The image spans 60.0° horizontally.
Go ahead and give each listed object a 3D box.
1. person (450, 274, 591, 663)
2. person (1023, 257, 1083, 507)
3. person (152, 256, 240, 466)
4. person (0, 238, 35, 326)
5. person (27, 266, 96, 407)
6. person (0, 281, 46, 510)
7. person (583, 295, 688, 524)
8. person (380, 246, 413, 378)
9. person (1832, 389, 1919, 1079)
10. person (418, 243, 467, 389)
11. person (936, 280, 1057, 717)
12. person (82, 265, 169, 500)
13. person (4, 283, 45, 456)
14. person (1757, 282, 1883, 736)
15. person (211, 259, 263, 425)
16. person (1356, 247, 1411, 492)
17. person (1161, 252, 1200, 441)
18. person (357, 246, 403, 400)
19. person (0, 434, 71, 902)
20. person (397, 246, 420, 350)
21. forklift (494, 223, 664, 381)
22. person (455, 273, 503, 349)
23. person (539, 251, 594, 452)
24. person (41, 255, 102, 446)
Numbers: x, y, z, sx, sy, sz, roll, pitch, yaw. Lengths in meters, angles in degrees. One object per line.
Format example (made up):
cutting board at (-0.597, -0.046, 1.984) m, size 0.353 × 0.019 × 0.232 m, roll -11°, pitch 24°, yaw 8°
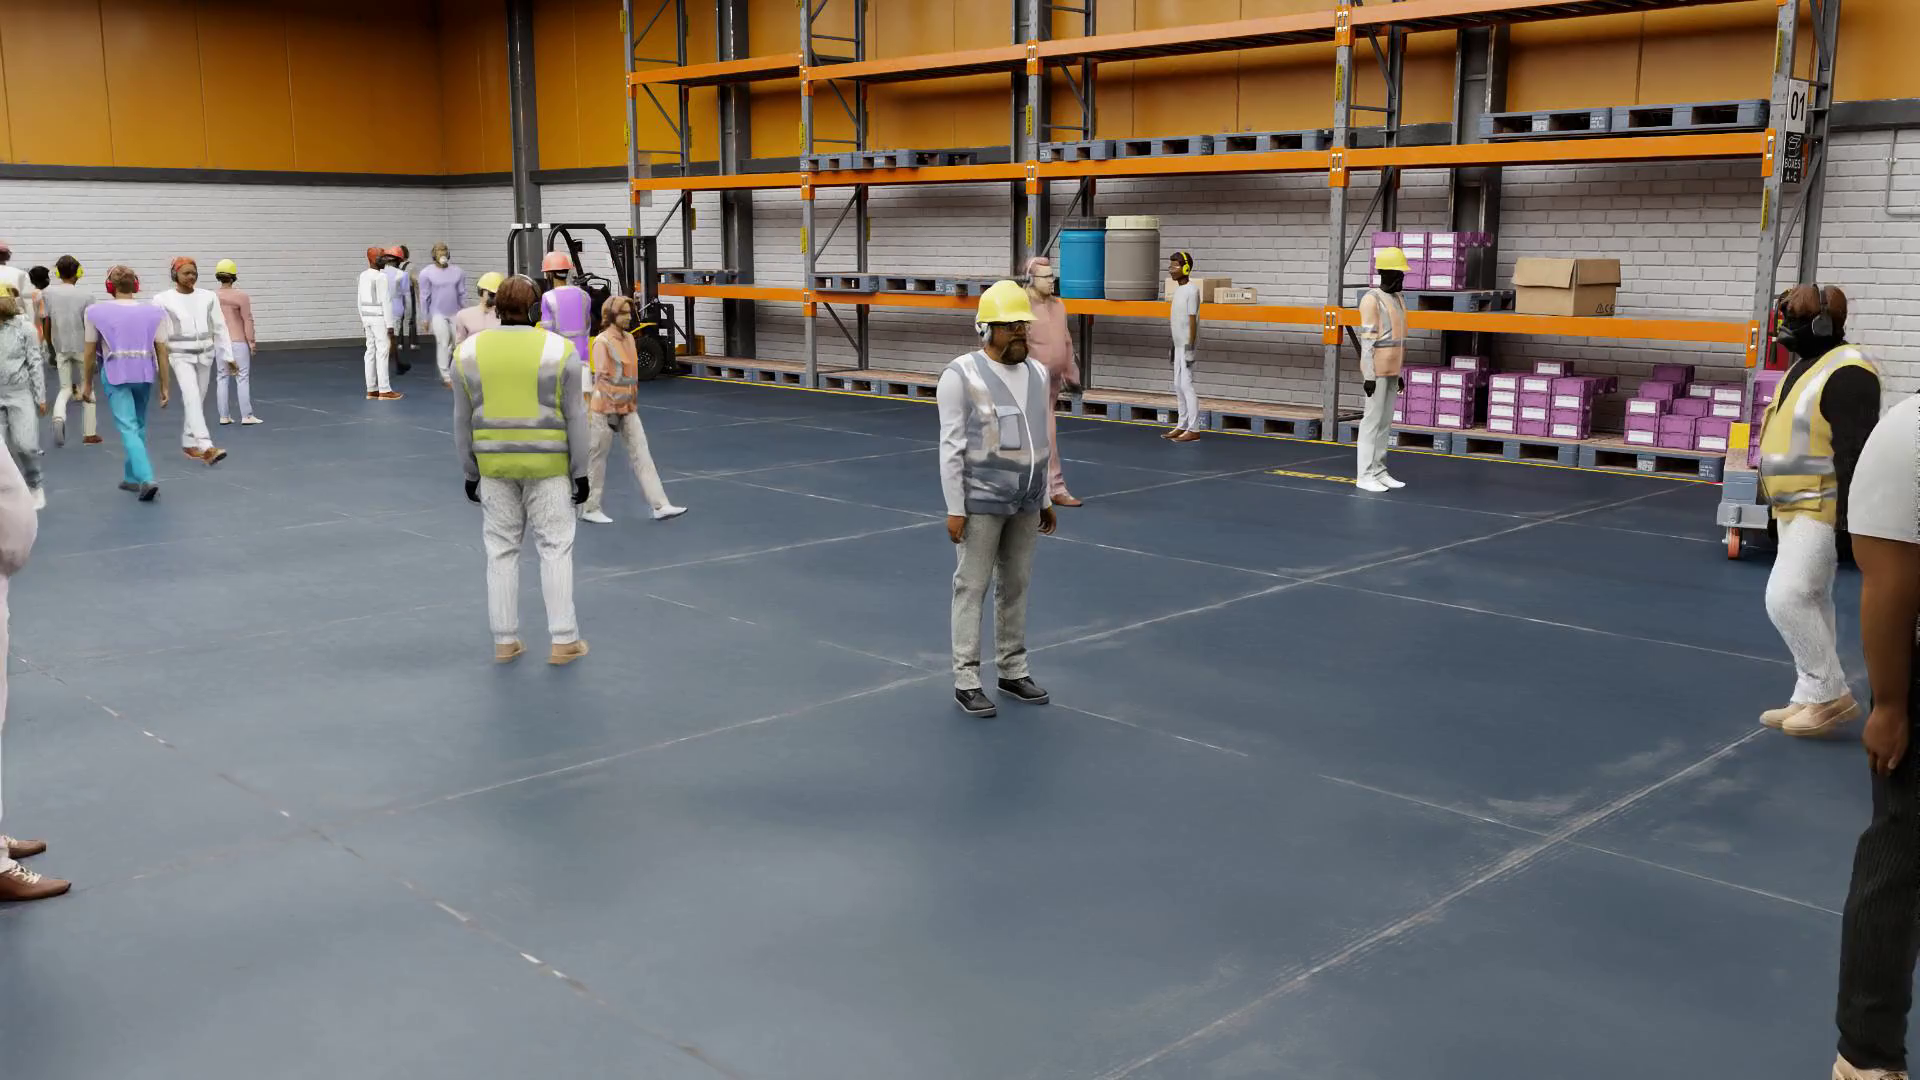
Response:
person at (-2.053, -0.329, 7.883) m, size 0.633 × 1.842 × 0.429 m, roll 0°, pitch 10°, yaw 2°
person at (0.566, -1.215, 12.659) m, size 0.956 × 1.871 × 0.642 m, roll 8°, pitch 13°, yaw 38°
person at (-6.789, -1.584, 14.761) m, size 1.009 × 1.830 × 0.593 m, roll 9°, pitch 13°, yaw 39°
person at (-10.917, -2.463, 19.076) m, size 0.875 × 2.012 × 0.611 m, roll 8°, pitch 13°, yaw 38°
person at (-10.788, -2.400, 19.653) m, size 0.544 × 1.646 × 0.904 m, roll 7°, pitch 12°, yaw 32°
person at (-6.801, -1.002, 11.854) m, size 0.499 × 1.726 × 0.384 m, roll -2°, pitch 11°, yaw -11°
person at (-2.320, -0.890, 11.593) m, size 0.819 × 1.600 × 0.540 m, roll 4°, pitch 11°, yaw 20°
person at (-8.115, -3.246, 23.726) m, size 0.608 × 1.864 × 0.993 m, roll 2°, pitch 11°, yaw 8°
person at (2.357, 0.333, 3.728) m, size 0.684 × 2.000 × 0.535 m, roll -3°, pitch 11°, yaw -15°
person at (-6.852, -2.967, 22.029) m, size 0.631 × 1.926 × 0.624 m, roll -9°, pitch 14°, yaw -40°
person at (0.179, -0.178, 7.078) m, size 0.586 × 1.835 × 0.403 m, roll -8°, pitch 13°, yaw -38°
person at (-6.420, -1.221, 12.863) m, size 0.970 × 1.807 × 0.574 m, roll 9°, pitch 14°, yaw 41°
person at (-8.845, -1.583, 15.411) m, size 0.887 × 1.592 × 0.523 m, roll 4°, pitch 11°, yaw 22°
person at (3.425, -0.105, 6.681) m, size 0.436 × 1.835 × 0.672 m, roll 2°, pitch 11°, yaw 8°
person at (-7.772, -2.105, 17.764) m, size 0.533 × 1.772 × 0.297 m, roll 1°, pitch 10°, yaw 8°
person at (3.376, -1.349, 13.211) m, size 0.368 × 1.925 × 0.594 m, roll 8°, pitch 13°, yaw 38°
person at (2.200, -1.900, 16.414) m, size 0.318 × 1.860 × 0.512 m, roll -2°, pitch 11°, yaw -13°
person at (-7.186, -2.669, 20.522) m, size 0.585 × 1.882 × 0.337 m, roll 8°, pitch 13°, yaw 38°
person at (-3.044, 0.150, 5.106) m, size 0.406 × 1.906 × 0.649 m, roll -6°, pitch 12°, yaw -30°
person at (-9.880, -4.294, 29.546) m, size 0.544 × 1.841 × 0.450 m, roll 0°, pitch 10°, yaw -2°
forklift at (-5.316, -3.263, 22.920) m, size 2.313 × 2.155 × 1.214 m, roll -10°, pitch 14°, yaw -44°
person at (-4.093, -1.457, 14.413) m, size 0.557 × 1.696 × 0.923 m, roll -2°, pitch 11°, yaw -13°
person at (-3.535, -1.649, 14.998) m, size 0.549 × 1.888 × 1.030 m, roll -8°, pitch 13°, yaw -37°
person at (-8.517, -1.800, 15.913) m, size 0.530 × 1.841 × 0.699 m, roll -2°, pitch 11°, yaw -10°
